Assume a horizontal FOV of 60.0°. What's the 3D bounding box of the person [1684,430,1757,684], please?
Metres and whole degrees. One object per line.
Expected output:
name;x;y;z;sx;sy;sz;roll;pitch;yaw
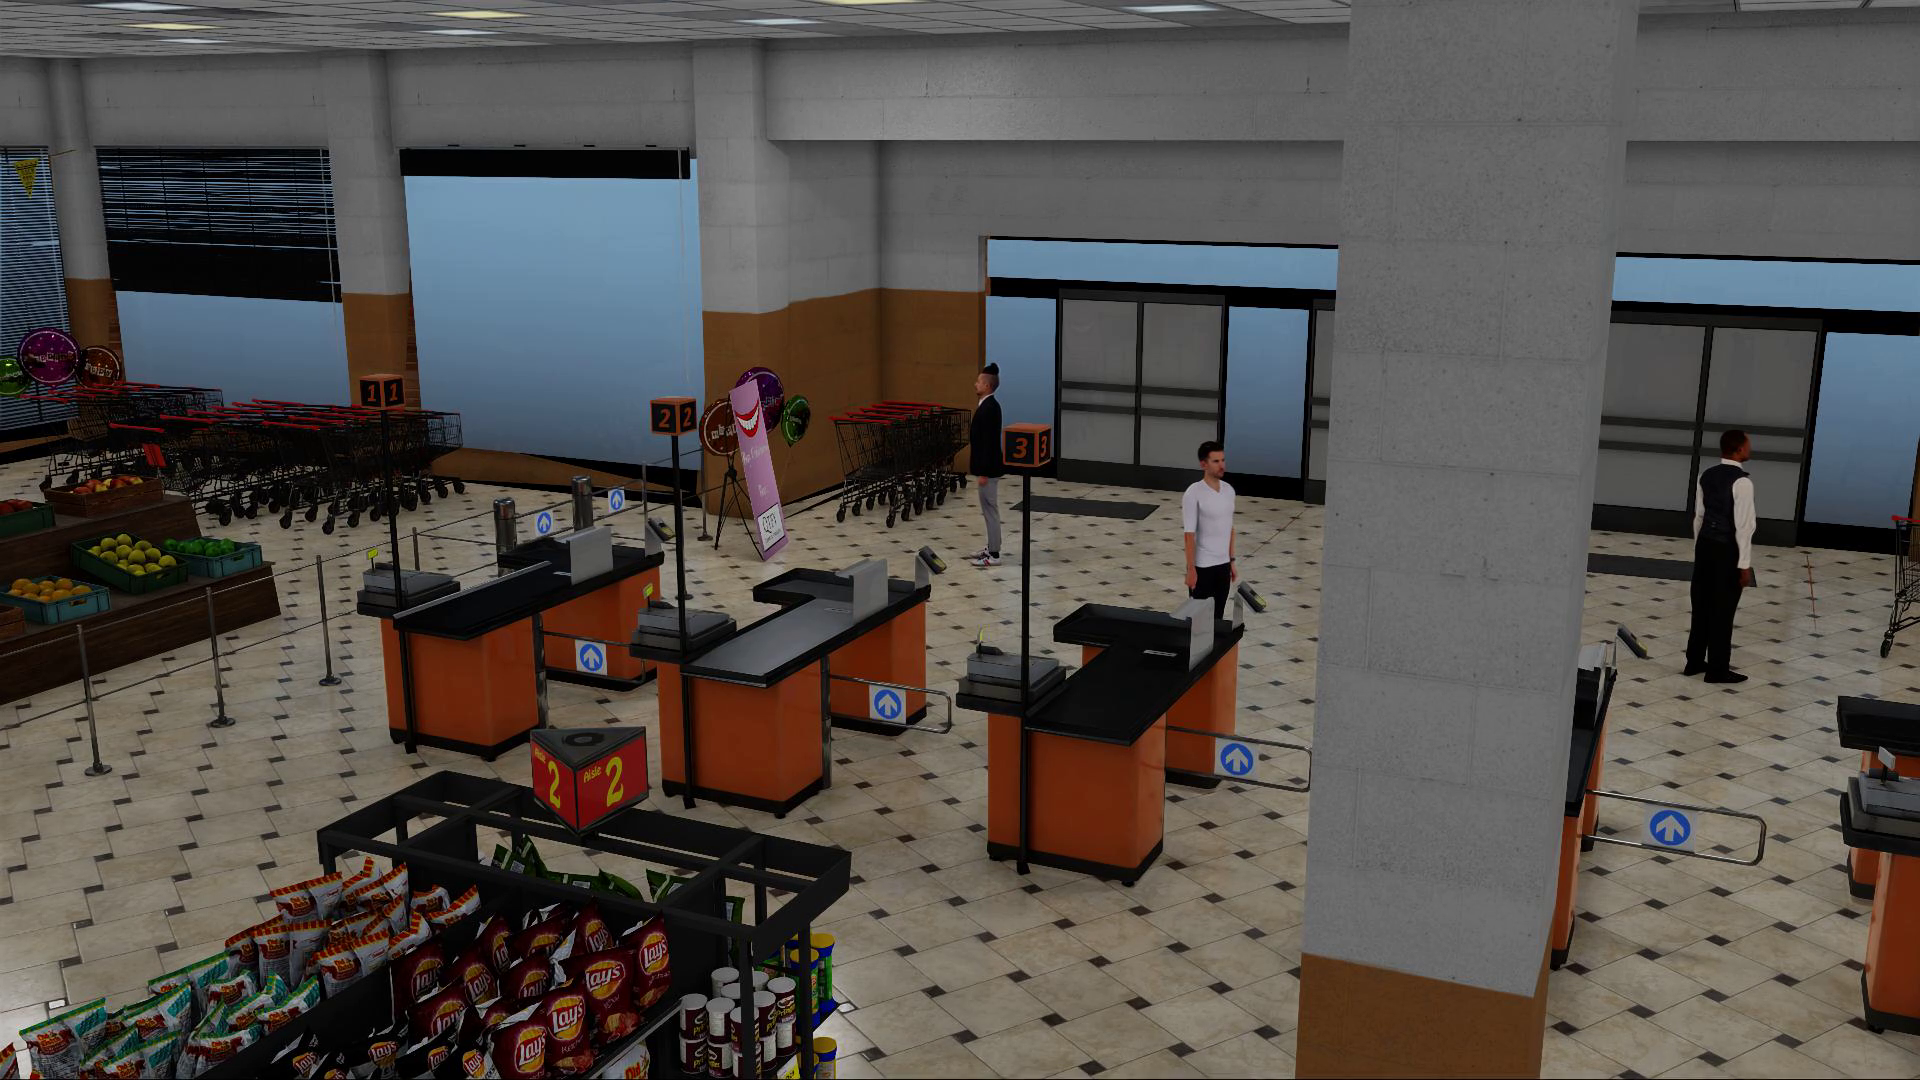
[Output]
person;5.745;0.113;12.564;0.833;1.918;0.762;-4;14;-17

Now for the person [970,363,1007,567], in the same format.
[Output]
person;0.271;-0.731;15.978;0.852;1.950;0.684;0;14;1

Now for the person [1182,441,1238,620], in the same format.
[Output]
person;1.862;0.171;12.468;0.676;1.852;0.809;-10;17;-36
